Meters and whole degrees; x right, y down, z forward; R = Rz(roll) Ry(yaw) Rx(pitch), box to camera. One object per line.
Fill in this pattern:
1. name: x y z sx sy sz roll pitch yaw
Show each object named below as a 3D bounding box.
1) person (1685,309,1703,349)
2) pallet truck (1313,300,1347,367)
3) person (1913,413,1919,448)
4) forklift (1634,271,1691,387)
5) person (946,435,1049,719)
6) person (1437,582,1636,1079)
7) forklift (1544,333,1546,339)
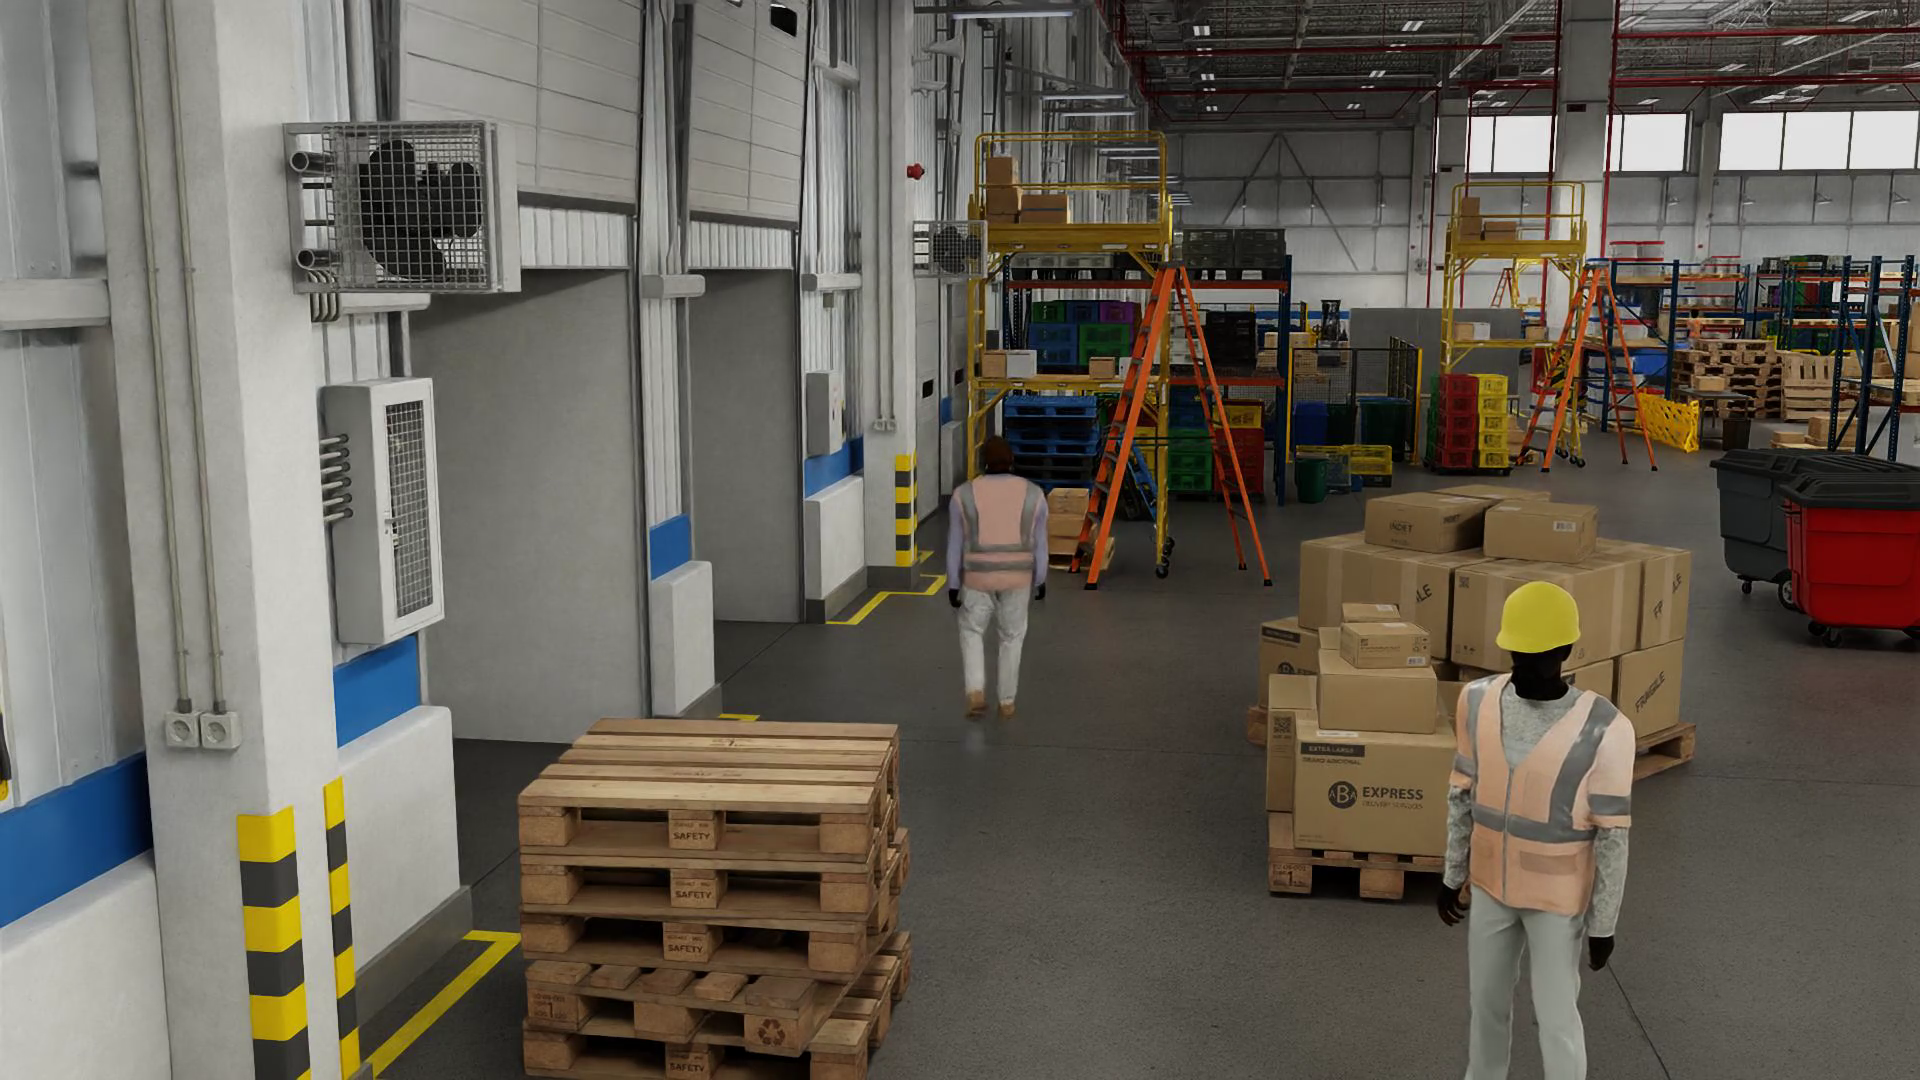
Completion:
1. person: 21.875 -6.030 49.589 0.539 1.698 0.318 -3 10 -17
2. pallet truck: 11.159 -6.200 49.718 0.823 1.965 1.885 4 10 26
3. person: 15.556 -2.337 26.704 0.321 1.736 0.485 5 10 28
4. forklift: 16.855 -5.190 40.775 1.873 2.768 1.129 8 12 41
5. person: 0.234 0.247 10.461 0.651 1.834 0.494 0 9 -3
6. person: 1.757 1.068 5.149 0.389 1.919 0.591 -7 12 -38
7. forklift: 17.130 -6.065 46.169 1.873 2.768 1.129 -3 10 -19
